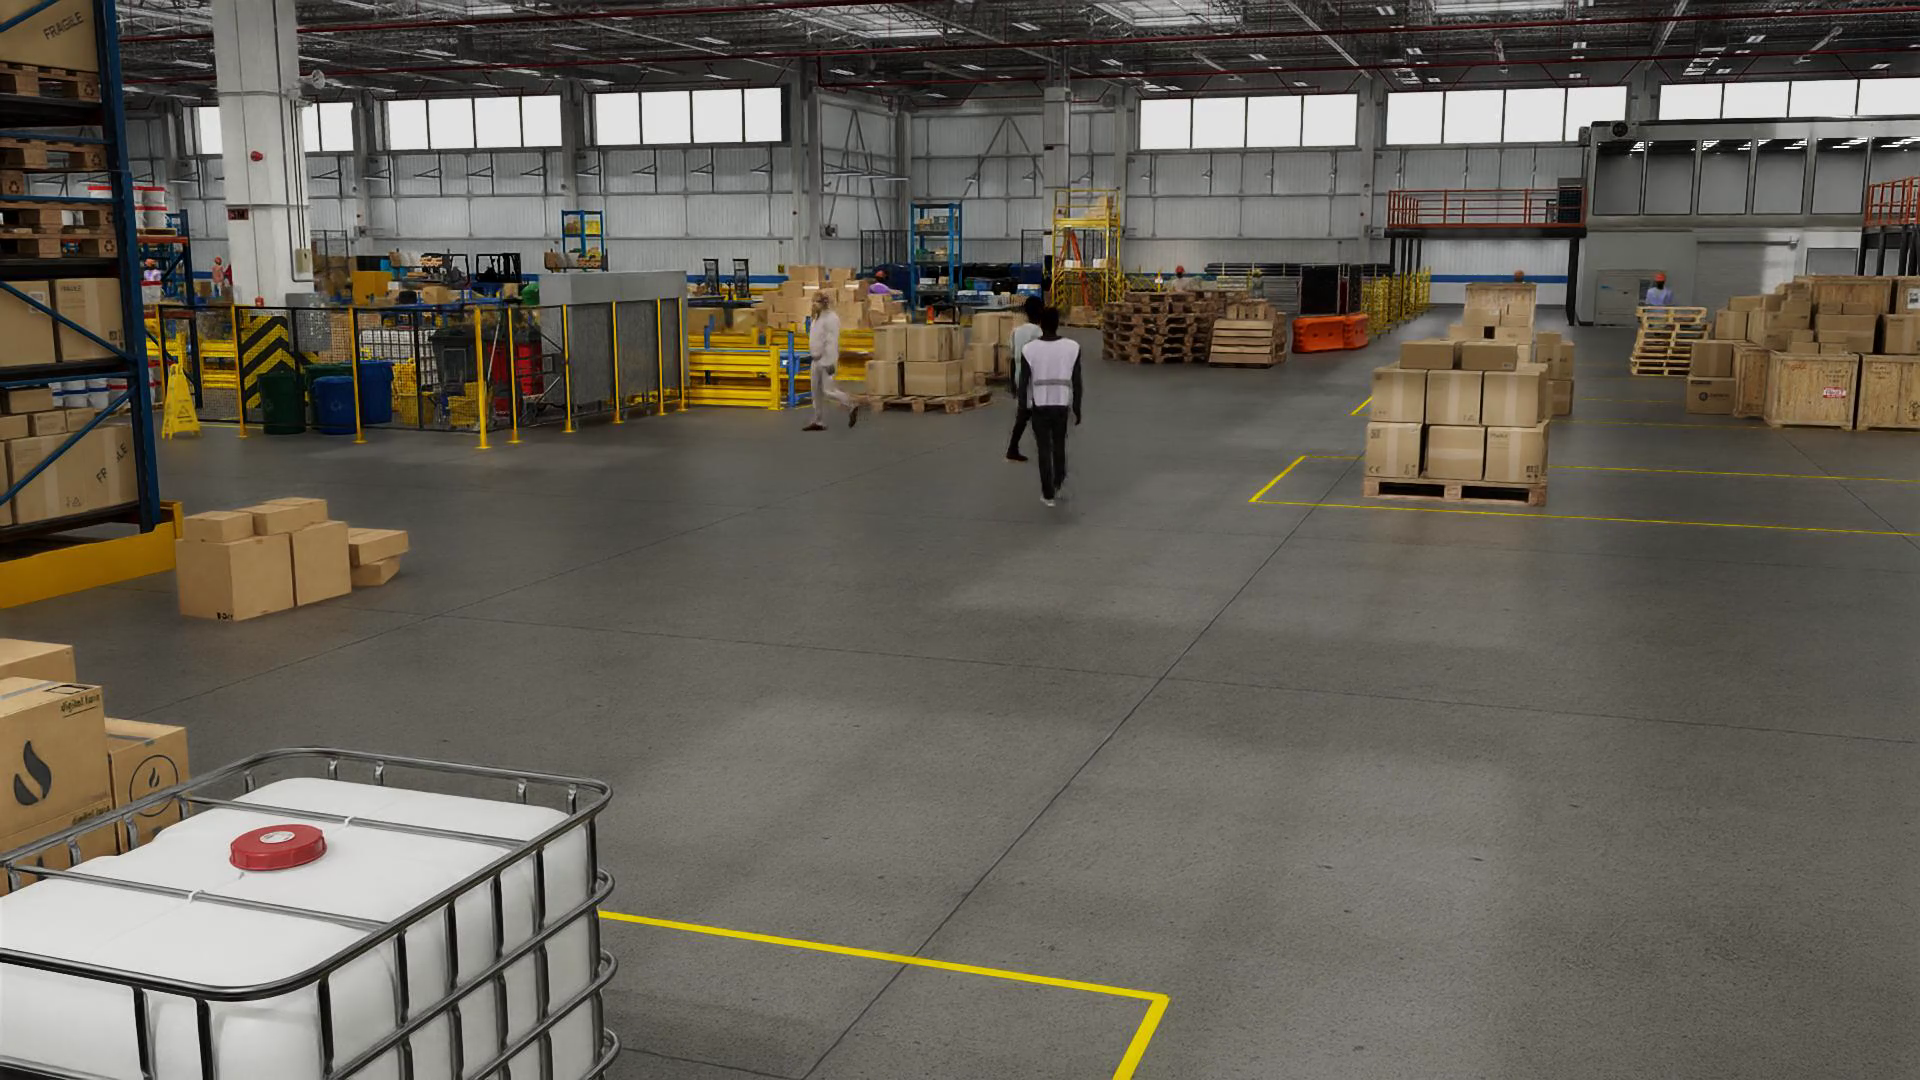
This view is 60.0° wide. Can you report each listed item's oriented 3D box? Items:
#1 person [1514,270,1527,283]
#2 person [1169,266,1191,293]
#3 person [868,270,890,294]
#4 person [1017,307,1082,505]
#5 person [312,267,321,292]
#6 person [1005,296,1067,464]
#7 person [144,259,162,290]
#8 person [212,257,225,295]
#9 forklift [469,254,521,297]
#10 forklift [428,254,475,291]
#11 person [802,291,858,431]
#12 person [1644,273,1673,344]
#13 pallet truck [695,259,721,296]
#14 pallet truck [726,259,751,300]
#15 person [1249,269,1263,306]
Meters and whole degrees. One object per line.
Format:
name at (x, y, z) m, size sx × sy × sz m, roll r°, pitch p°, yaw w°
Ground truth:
person at (13.846, -5.745, 41.249) m, size 0.337 × 1.876 × 0.584 m, roll -6°, pitch 12°, yaw -32°
person at (5.900, -6.390, 44.720) m, size 0.646 × 1.939 × 1.046 m, roll 8°, pitch 13°, yaw 39°
person at (-1.968, -5.543, 40.100) m, size 0.577 × 1.894 × 0.836 m, roll -3°, pitch 11°, yaw -19°
person at (0.847, -1.307, 16.176) m, size 0.620 × 1.900 × 0.660 m, roll -2°, pitch 10°, yaw -10°
person at (-22.398, -8.583, 57.647) m, size 0.836 × 1.734 × 0.533 m, roll -2°, pitch 10°, yaw -13°
person at (0.879, -1.848, 19.200) m, size 0.996 × 1.914 × 0.630 m, roll -7°, pitch 12°, yaw -34°
person at (-26.867, -8.325, 55.315) m, size 0.612 × 2.041 × 0.394 m, roll 2°, pitch 10°, yaw 9°
person at (-30.348, -10.580, 68.147) m, size 0.622 × 1.992 × 0.394 m, roll 6°, pitch 12°, yaw 29°
forklift at (-17.990, -10.121, 64.684) m, size 1.157 × 1.987 × 2.680 m, roll 3°, pitch 11°, yaw 17°
forklift at (-20.133, -10.254, 65.465) m, size 1.157 × 1.987 × 2.680 m, roll 3°, pitch 11°, yaw 19°
person at (-1.783, -2.410, 22.440) m, size 0.676 × 1.888 × 0.664 m, roll -6°, pitch 12°, yaw -32°
person at (15.428, -4.950, 36.723) m, size 0.544 × 1.905 × 0.922 m, roll 8°, pitch 13°, yaw 39°
pallet truck at (-9.165, -9.627, 62.776) m, size 0.823 × 1.965 × 1.885 m, roll 4°, pitch 11°, yaw 23°
pallet truck at (-7.986, -9.493, 62.019) m, size 0.823 × 1.965 × 1.885 m, roll 3°, pitch 11°, yaw 17°
person at (9.747, -8.039, 54.689) m, size 0.508 × 1.702 × 0.507 m, roll -7°, pitch 12°, yaw -35°
